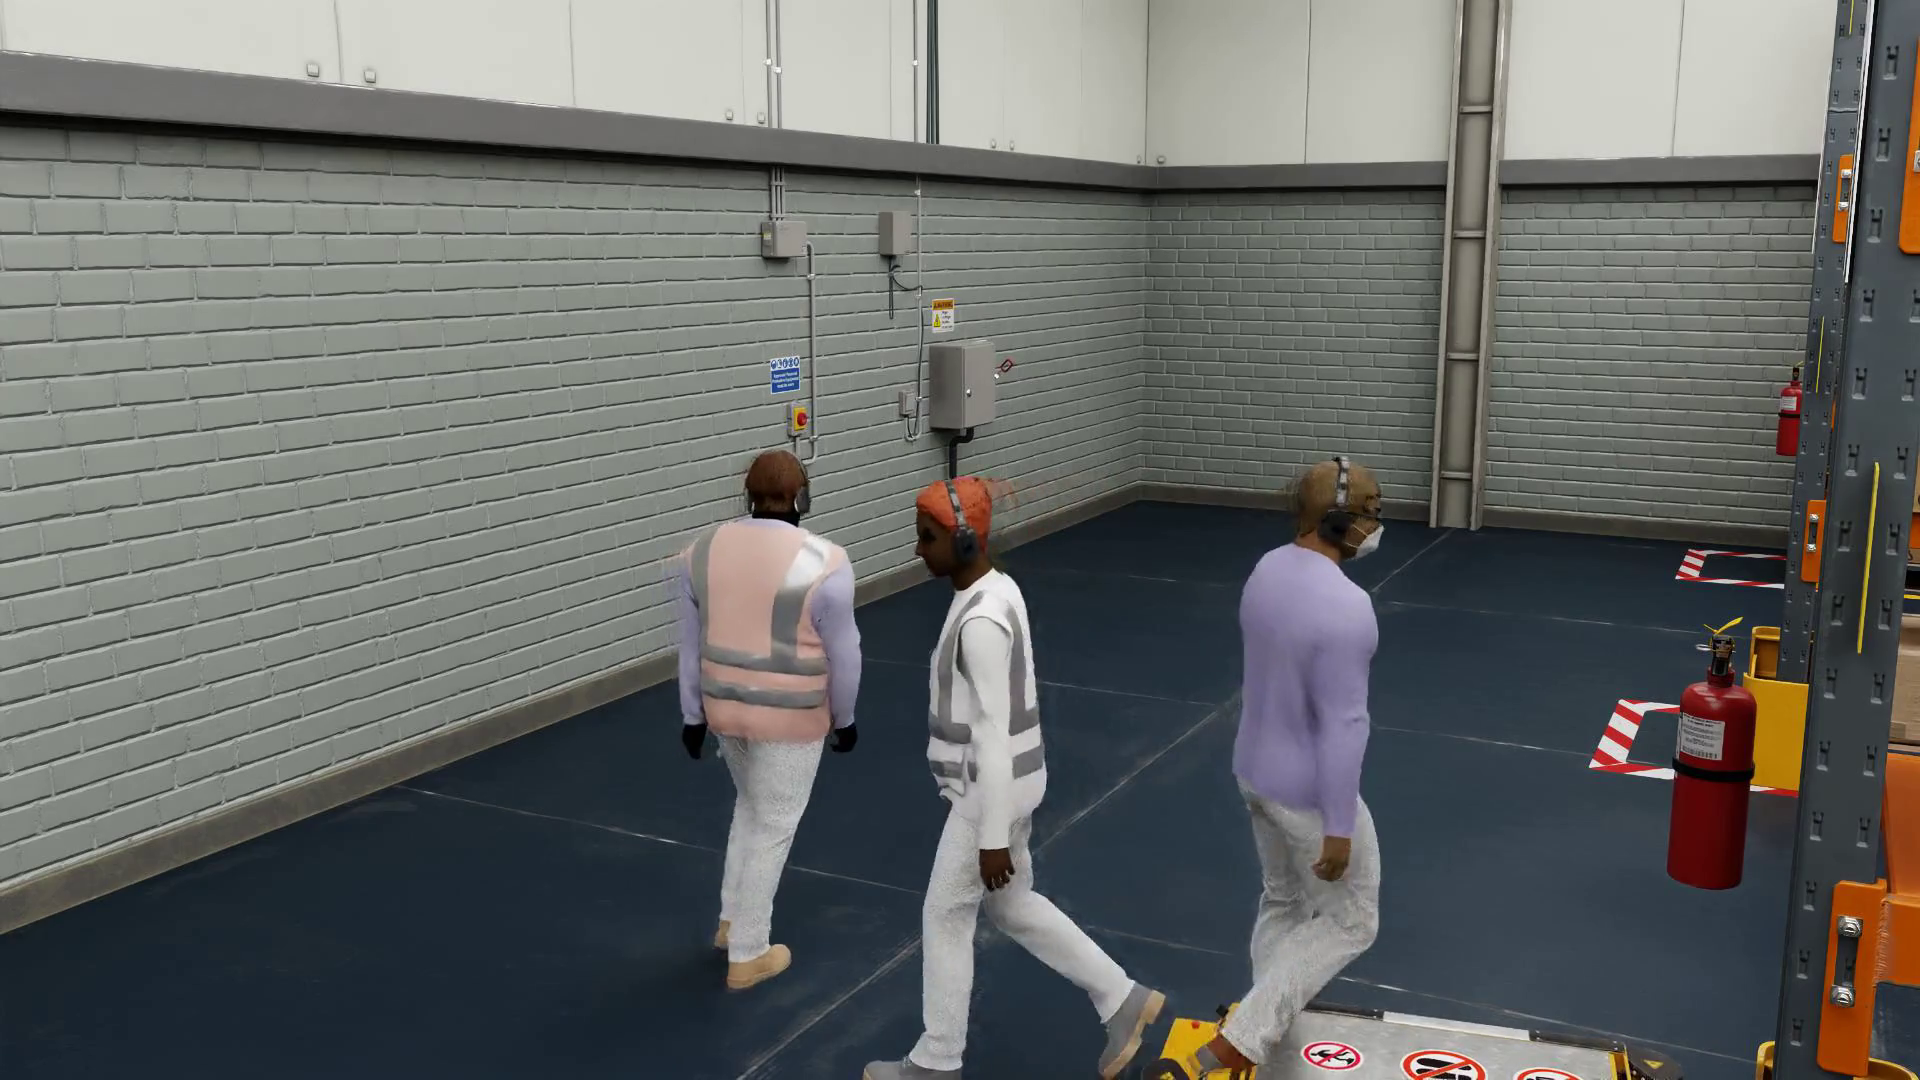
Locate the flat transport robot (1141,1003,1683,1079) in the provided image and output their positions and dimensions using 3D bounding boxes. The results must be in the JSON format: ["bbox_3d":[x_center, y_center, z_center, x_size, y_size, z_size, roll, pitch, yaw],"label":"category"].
[{"bbox_3d":[1.252,1.551,4.617,1.431,0.197,0.652,3,11,17],"label":"flat transport robot"}]

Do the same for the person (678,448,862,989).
[{"bbox_3d":[-0.609,0.596,5.624,0.632,1.809,0.580,6,12,30],"label":"person"}]

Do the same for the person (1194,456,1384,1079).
[{"bbox_3d":[0.916,0.711,4.726,0.568,1.918,0.645,-3,11,-18],"label":"person"}]

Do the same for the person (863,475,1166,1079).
[{"bbox_3d":[0.170,0.731,4.802,0.831,1.860,0.633,1,10,4],"label":"person"}]
